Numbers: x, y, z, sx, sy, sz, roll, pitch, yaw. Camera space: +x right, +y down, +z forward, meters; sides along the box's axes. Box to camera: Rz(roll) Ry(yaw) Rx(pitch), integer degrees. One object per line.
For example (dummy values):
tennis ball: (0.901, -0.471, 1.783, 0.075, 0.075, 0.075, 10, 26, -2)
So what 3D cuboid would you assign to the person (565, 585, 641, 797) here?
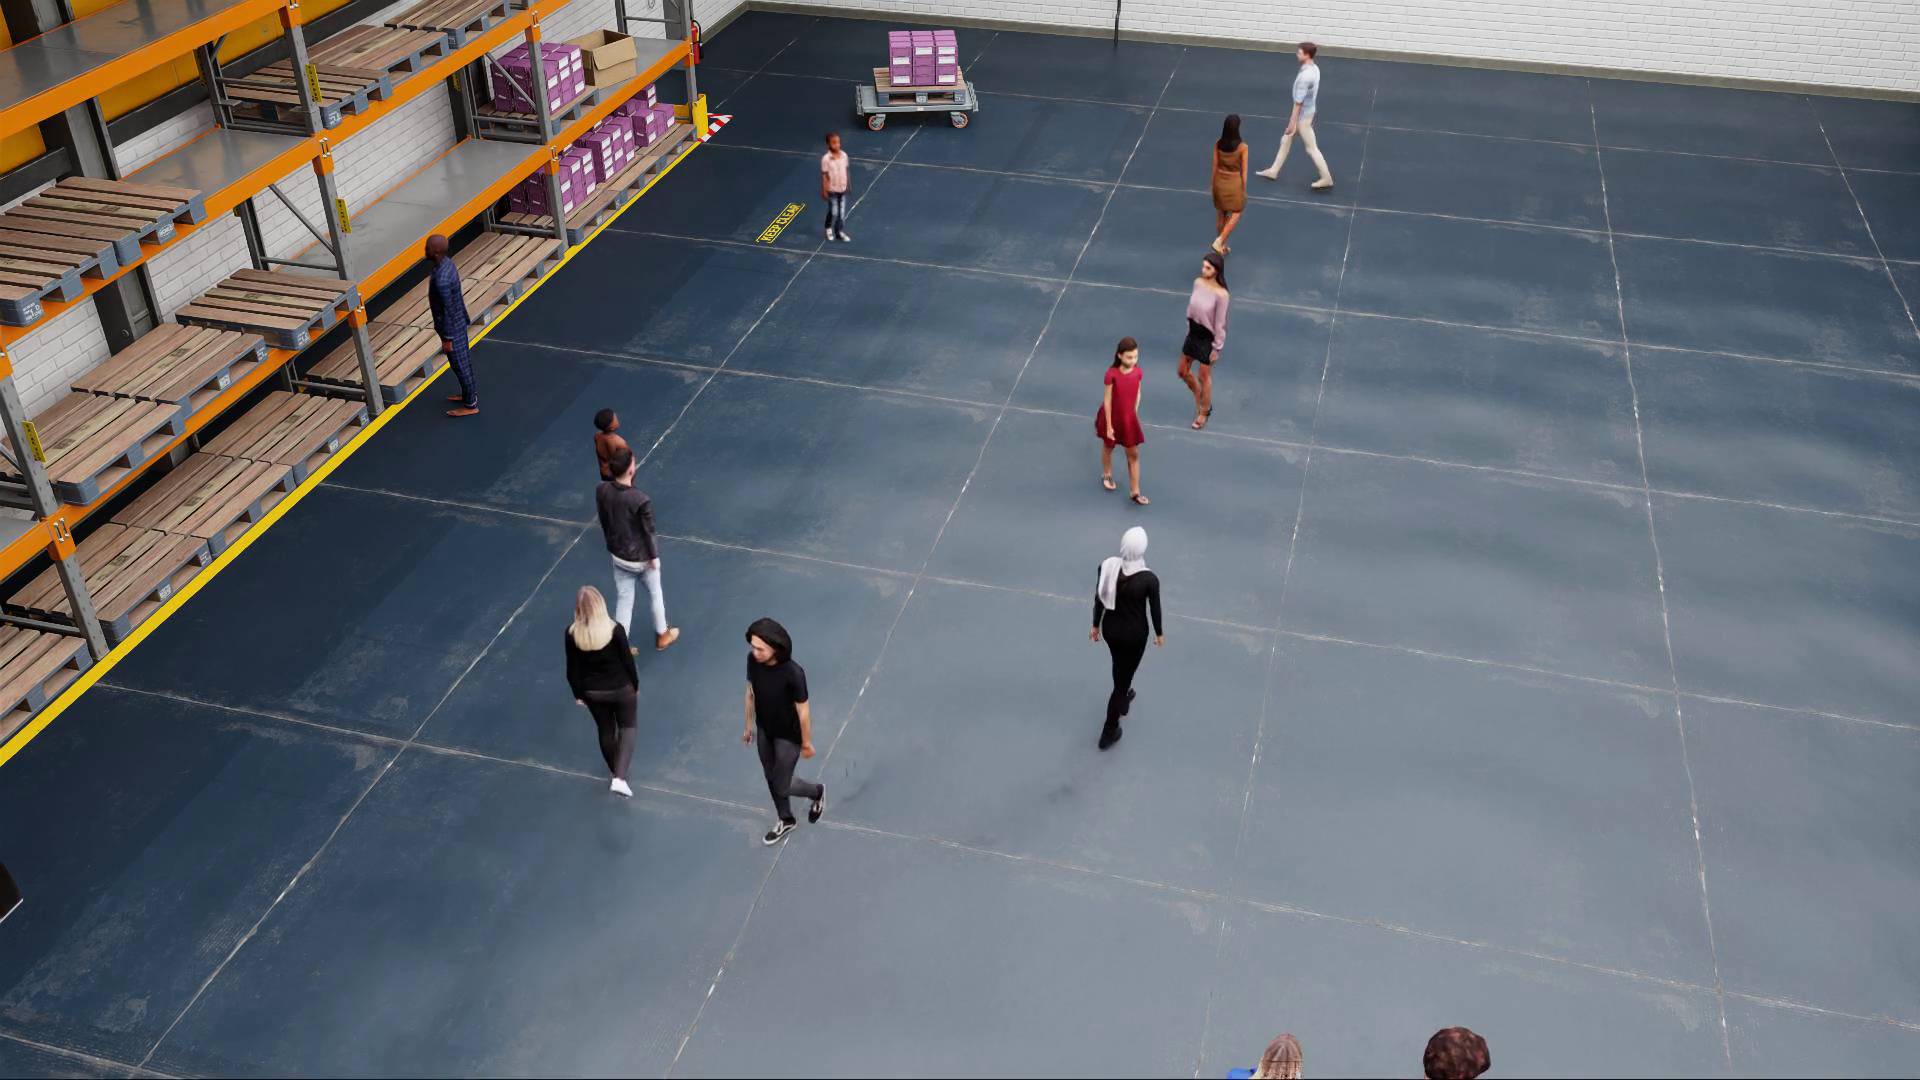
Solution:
person: (-2.380, 1.071, 11.170, 0.772, 1.672, 0.920, -2, 34, -3)

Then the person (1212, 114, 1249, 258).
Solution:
person: (2.987, -3.925, 18.678, 0.708, 1.681, 0.848, 20, 39, 27)

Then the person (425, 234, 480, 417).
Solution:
person: (-4.807, -2.051, 15.734, 0.818, 1.820, 0.706, -7, 34, -11)

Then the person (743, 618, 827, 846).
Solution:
person: (-1.113, 1.199, 10.867, 0.802, 1.794, 0.869, 26, 41, 33)

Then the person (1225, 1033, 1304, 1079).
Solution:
person: (1.418, 3.121, 8.101, 0.767, 1.656, 1.230, 3, 34, 4)

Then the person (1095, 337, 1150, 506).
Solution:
person: (1.365, -1.111, 14.587, 0.829, 1.524, 0.987, -9, 35, -14)

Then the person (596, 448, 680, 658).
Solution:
person: (-2.476, 0.133, 12.431, 0.709, 1.839, 0.847, 12, 36, 18)

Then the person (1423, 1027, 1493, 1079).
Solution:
person: (2.189, 2.987, 8.238, 0.689, 1.726, 1.034, 10, 35, 15)

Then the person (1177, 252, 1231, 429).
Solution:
person: (2.337, -1.856, 15.457, 0.811, 1.801, 0.770, -23, 40, -30)

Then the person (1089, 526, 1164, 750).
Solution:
person: (1.106, 0.732, 11.604, 0.786, 1.756, 0.969, 18, 38, 25)

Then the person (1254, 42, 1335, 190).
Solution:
person: (4.314, -5.160, 20.432, 0.767, 1.795, 1.185, 12, 35, 17)

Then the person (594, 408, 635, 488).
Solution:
person: (-2.905, -0.547, 13.982, 0.585, 1.254, 0.585, 23, 40, 30)

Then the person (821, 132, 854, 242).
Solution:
person: (-1.466, -4.111, 19.301, 0.609, 1.300, 0.673, -24, 40, -31)
